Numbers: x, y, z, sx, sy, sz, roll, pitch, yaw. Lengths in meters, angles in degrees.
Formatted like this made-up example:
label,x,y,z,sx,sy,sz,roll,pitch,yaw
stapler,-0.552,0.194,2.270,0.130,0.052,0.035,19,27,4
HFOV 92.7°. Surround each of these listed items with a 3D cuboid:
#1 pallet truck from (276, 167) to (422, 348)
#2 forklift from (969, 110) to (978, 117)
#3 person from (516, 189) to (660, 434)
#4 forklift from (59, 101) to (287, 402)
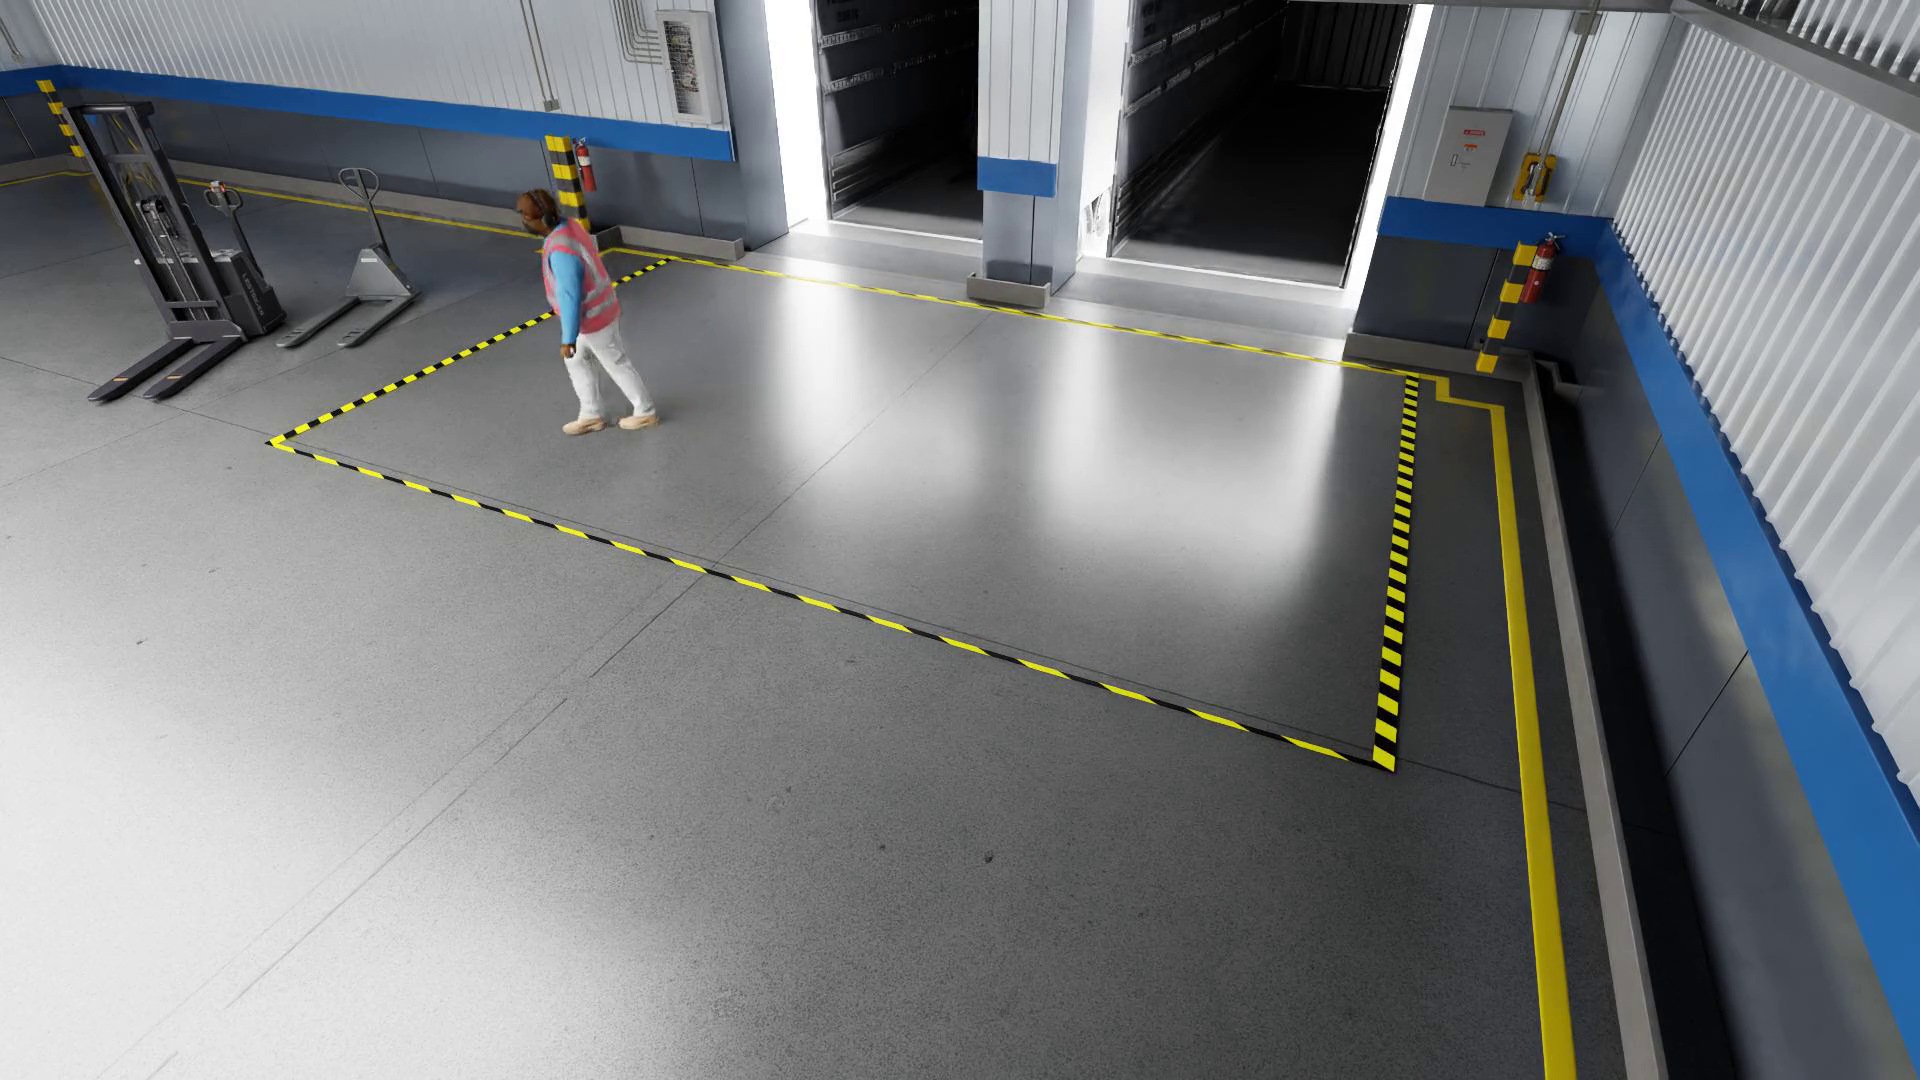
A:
label,x,y,z,sx,sy,sz,roll,pitch,yaw
pallet truck,-5.732,-2.611,8.414,0.680,1.201,1.601,-1,35,-1
forklift,1.028,-6.874,13.540,1.157,2.036,2.680,13,37,18
person,-2.608,-1.540,6.399,0.688,1.792,0.645,-14,37,-19
forklift,-6.686,-2.387,7.434,0.823,1.965,1.885,-3,35,-5
